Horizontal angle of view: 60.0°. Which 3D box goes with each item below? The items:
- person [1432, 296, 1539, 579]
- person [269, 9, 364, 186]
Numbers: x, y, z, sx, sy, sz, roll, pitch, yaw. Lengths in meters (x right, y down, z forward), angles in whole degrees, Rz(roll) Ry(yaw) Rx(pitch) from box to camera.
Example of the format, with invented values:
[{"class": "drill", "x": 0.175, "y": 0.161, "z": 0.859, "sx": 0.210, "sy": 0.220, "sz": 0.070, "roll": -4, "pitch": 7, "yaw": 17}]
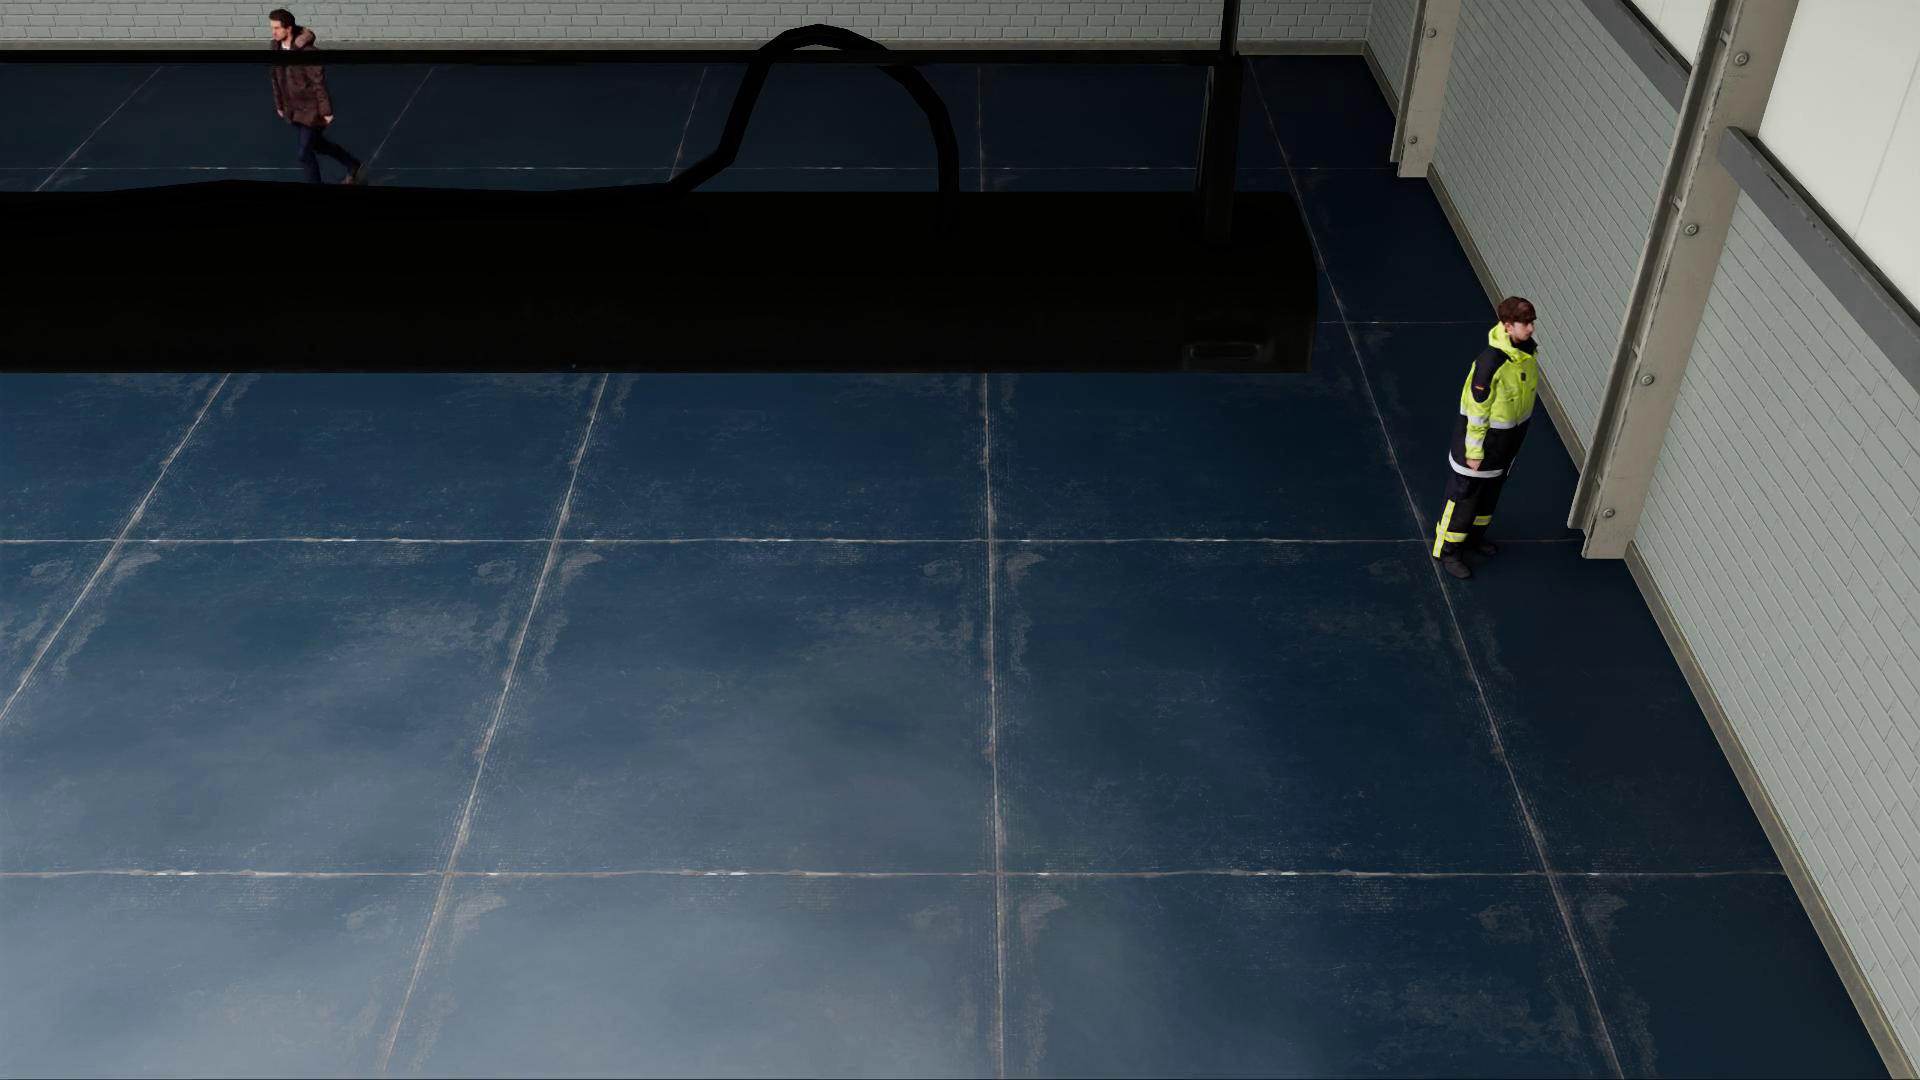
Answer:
[{"class": "person", "x": 3.409, "y": -0.688, "z": 10.711, "sx": 0.857, "sy": 1.983, "sz": 0.913, "roll": -30, "pitch": 47, "yaw": -34}, {"class": "person", "x": -5.879, "y": -3.939, "z": 15.133, "sx": 1.154, "sy": 1.807, "sz": 1.311, "roll": 22, "pitch": 43, "yaw": 26}]
